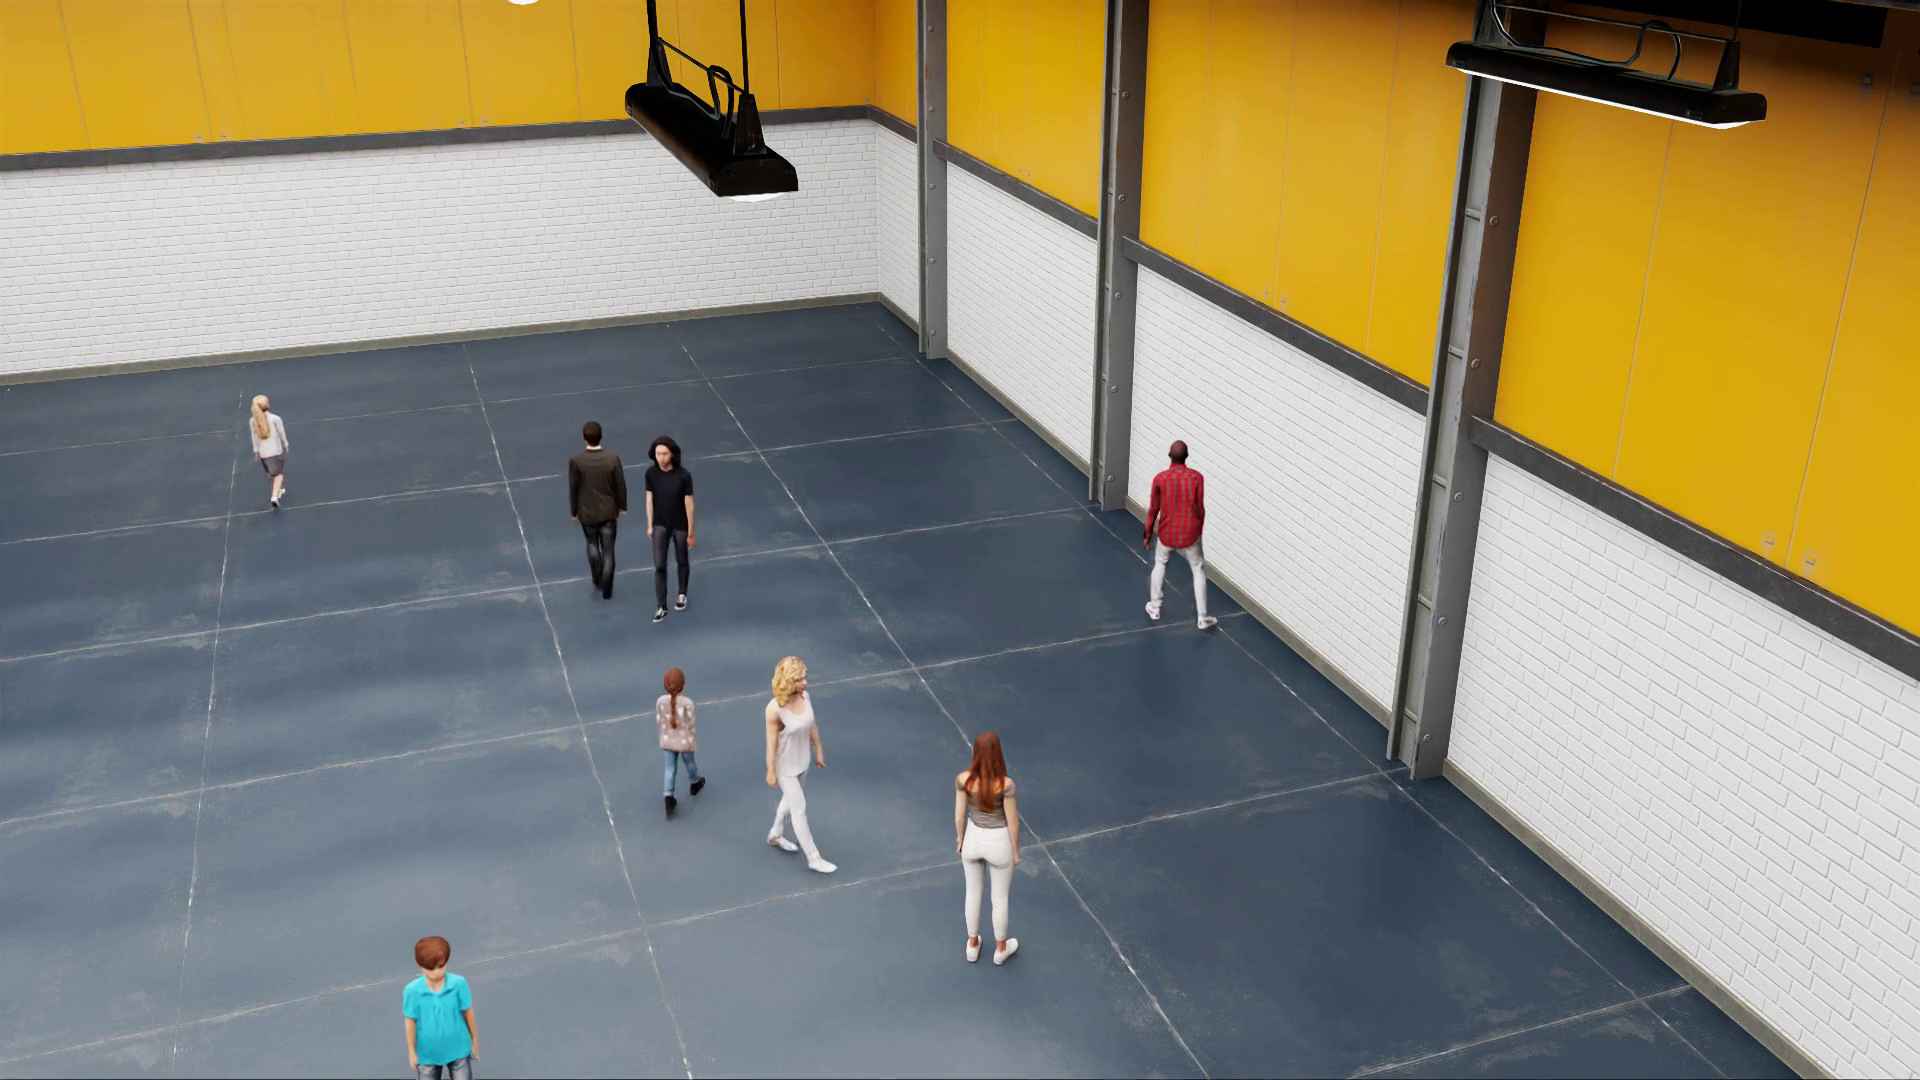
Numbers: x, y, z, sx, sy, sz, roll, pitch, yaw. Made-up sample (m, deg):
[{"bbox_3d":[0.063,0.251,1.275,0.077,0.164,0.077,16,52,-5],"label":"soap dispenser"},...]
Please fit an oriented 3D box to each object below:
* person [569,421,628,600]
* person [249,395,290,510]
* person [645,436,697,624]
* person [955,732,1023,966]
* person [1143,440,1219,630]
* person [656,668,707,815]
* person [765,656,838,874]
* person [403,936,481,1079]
[{"bbox_3d":[-3.512,-0.264,16.157,0.775,1.797,0.774,-4,24,-9],"label":"person"},{"bbox_3d":[-7.661,-0.972,18.452,0.665,1.258,0.896,-1,24,-1],"label":"person"},{"bbox_3d":[-2.737,-0.182,15.948,0.916,1.815,1.055,3,24,6],"label":"person"},{"bbox_3d":[0.179,2.034,10.992,0.670,1.724,0.701,7,25,16],"label":"person"},{"bbox_3d":[2.038,-0.069,15.704,1.074,1.803,1.066,5,24,11],"label":"person"},{"bbox_3d":[-2.196,1.553,12.777,0.716,1.176,0.843,4,24,10],"label":"person"},{"bbox_3d":[-1.271,1.588,12.109,1.037,1.648,0.939,14,27,30],"label":"person"},{"bbox_3d":[-2.964,2.844,9.493,0.534,1.440,0.565,-9,25,-20],"label":"person"}]
